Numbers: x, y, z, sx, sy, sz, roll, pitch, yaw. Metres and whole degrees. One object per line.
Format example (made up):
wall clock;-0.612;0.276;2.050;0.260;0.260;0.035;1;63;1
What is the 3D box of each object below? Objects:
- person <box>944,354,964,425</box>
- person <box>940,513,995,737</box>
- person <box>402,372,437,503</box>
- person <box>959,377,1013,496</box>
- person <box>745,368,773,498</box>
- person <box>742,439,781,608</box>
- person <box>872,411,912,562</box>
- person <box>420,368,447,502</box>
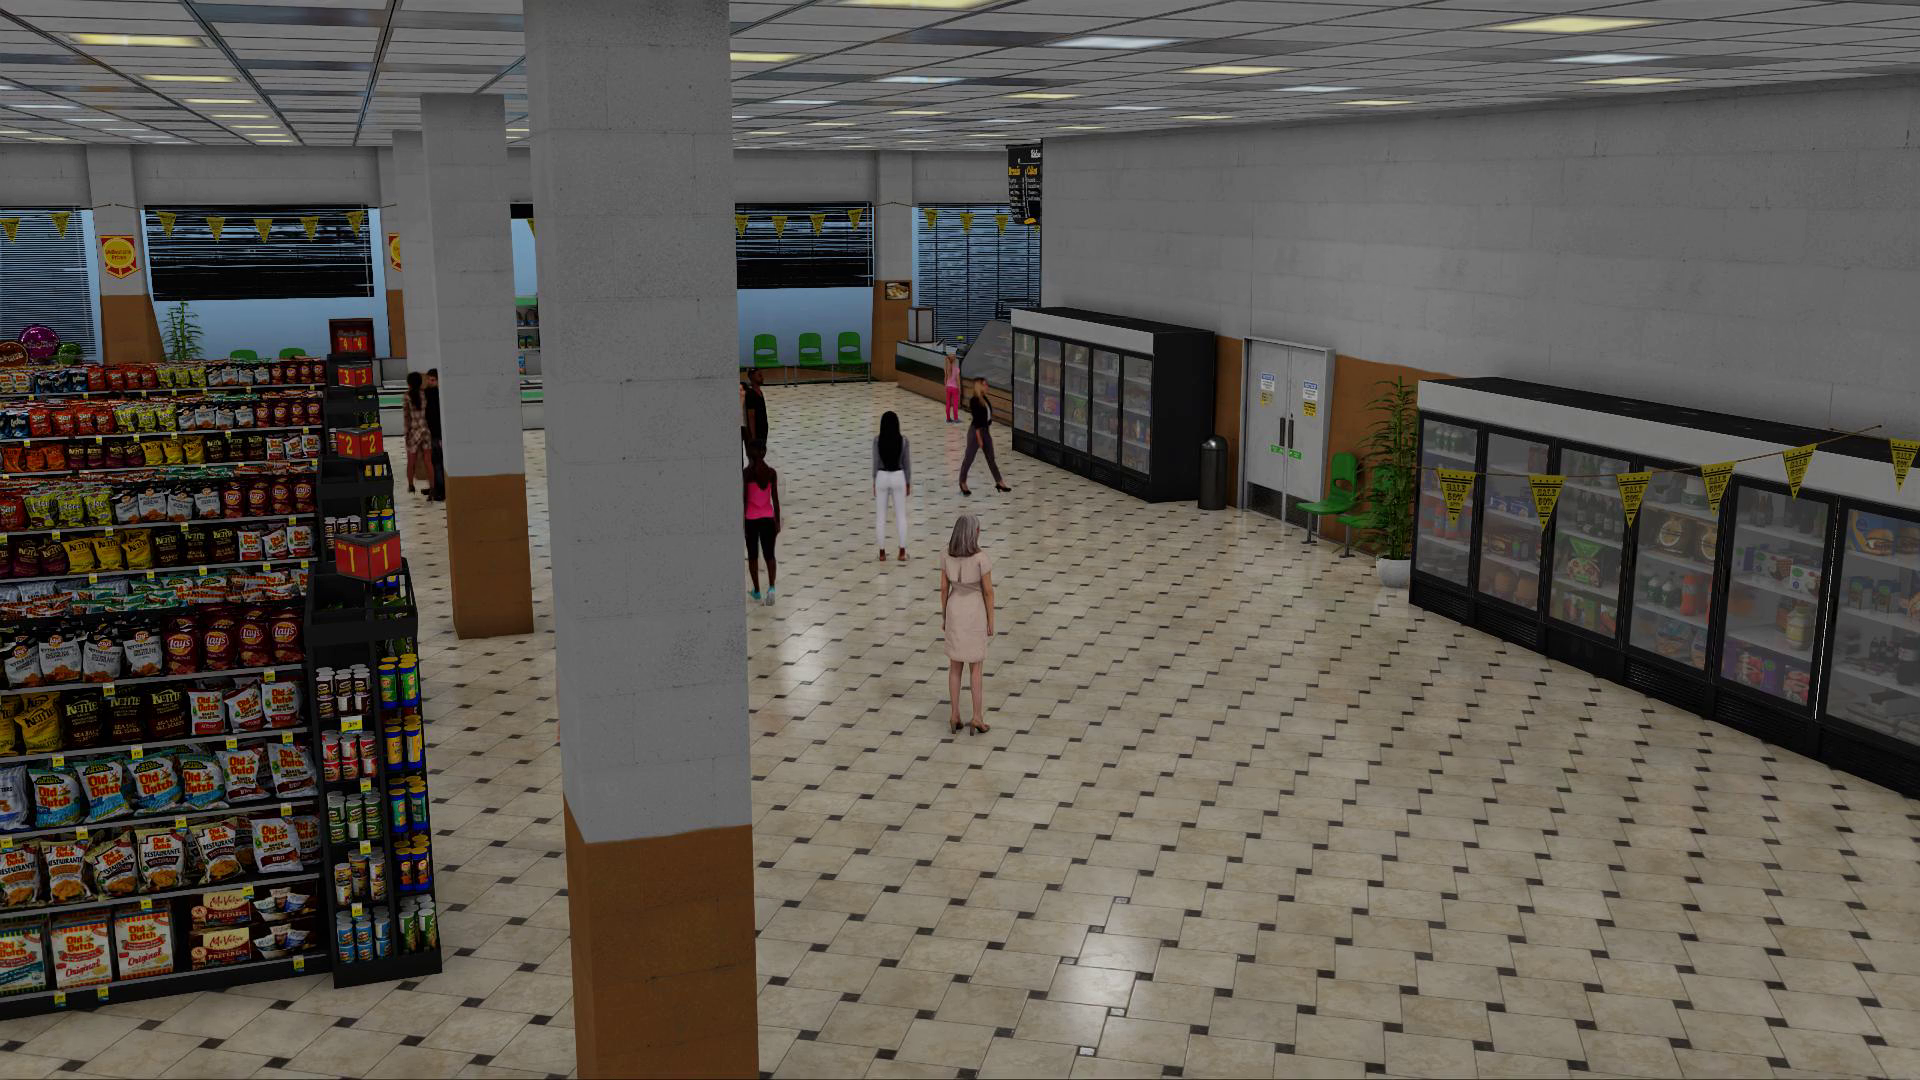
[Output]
person;-0.138;-2.759;30.220;0.584;1.271;0.637;8;14;32
person;0.054;0.649;12.910;0.684;1.735;0.748;5;13;23
person;-7.209;-1.329;22.320;1.124;1.729;0.879;-9;15;-35
person;0.172;-1.391;22.848;1.060;1.632;1.045;7;14;29
person;-2.786;-1.452;22.720;0.704;1.806;0.713;2;12;9
person;-2.006;-0.144;16.773;1.033;1.696;0.677;-3;12;-15
person;-0.783;-0.619;18.961;0.551;1.724;0.704;-1;12;-4
person;-7.084;-1.420;22.558;0.809;1.808;0.951;-7;14;-30
